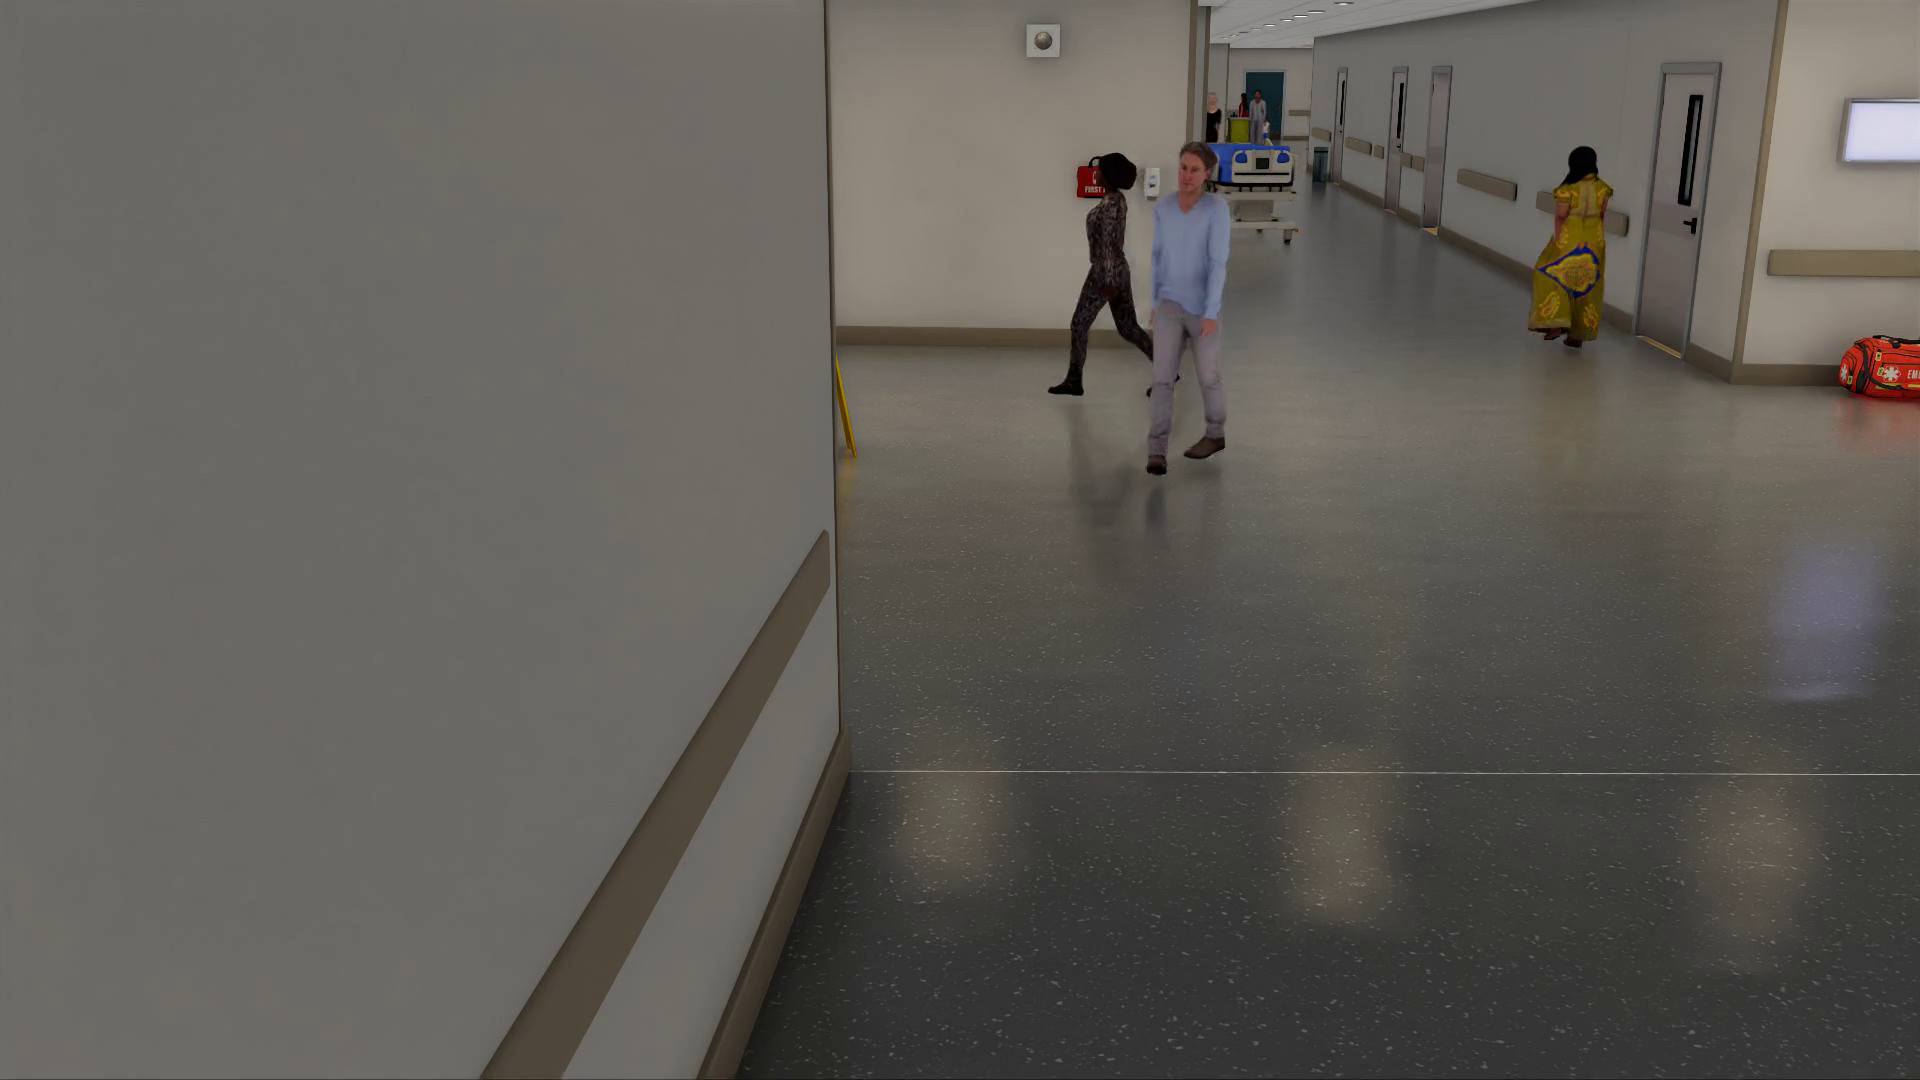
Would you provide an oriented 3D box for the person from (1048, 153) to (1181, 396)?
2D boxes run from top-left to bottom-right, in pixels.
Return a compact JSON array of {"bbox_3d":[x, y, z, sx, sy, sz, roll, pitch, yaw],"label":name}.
[{"bbox_3d":[1.119,-1.781,11.484,1.209,1.675,0.792,6,17,19],"label":"person"}]

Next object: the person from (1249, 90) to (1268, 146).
[{"bbox_3d":[8.591,-12.082,47.932,0.636,1.723,0.775,4,16,14],"label":"person"}]

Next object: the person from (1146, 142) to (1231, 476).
[{"bbox_3d":[1.325,-1.293,9.445,1.227,1.842,1.077,12,20,36],"label":"person"}]

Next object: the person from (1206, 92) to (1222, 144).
[{"bbox_3d":[5.135,-8.275,34.331,1.112,1.777,0.694,2,16,7],"label":"person"}]

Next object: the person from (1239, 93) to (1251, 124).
[{"bbox_3d":[9.344,-13.934,54.803,0.731,1.552,0.671,12,20,37],"label":"person"}]

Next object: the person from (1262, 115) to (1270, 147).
[{"bbox_3d":[8.899,-11.910,48.637,0.489,1.011,0.509,2,16,8],"label":"person"}]

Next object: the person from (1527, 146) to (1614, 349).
[{"bbox_3d":[5.145,-2.404,13.747,0.753,1.645,0.927,-2,16,-7],"label":"person"}]
